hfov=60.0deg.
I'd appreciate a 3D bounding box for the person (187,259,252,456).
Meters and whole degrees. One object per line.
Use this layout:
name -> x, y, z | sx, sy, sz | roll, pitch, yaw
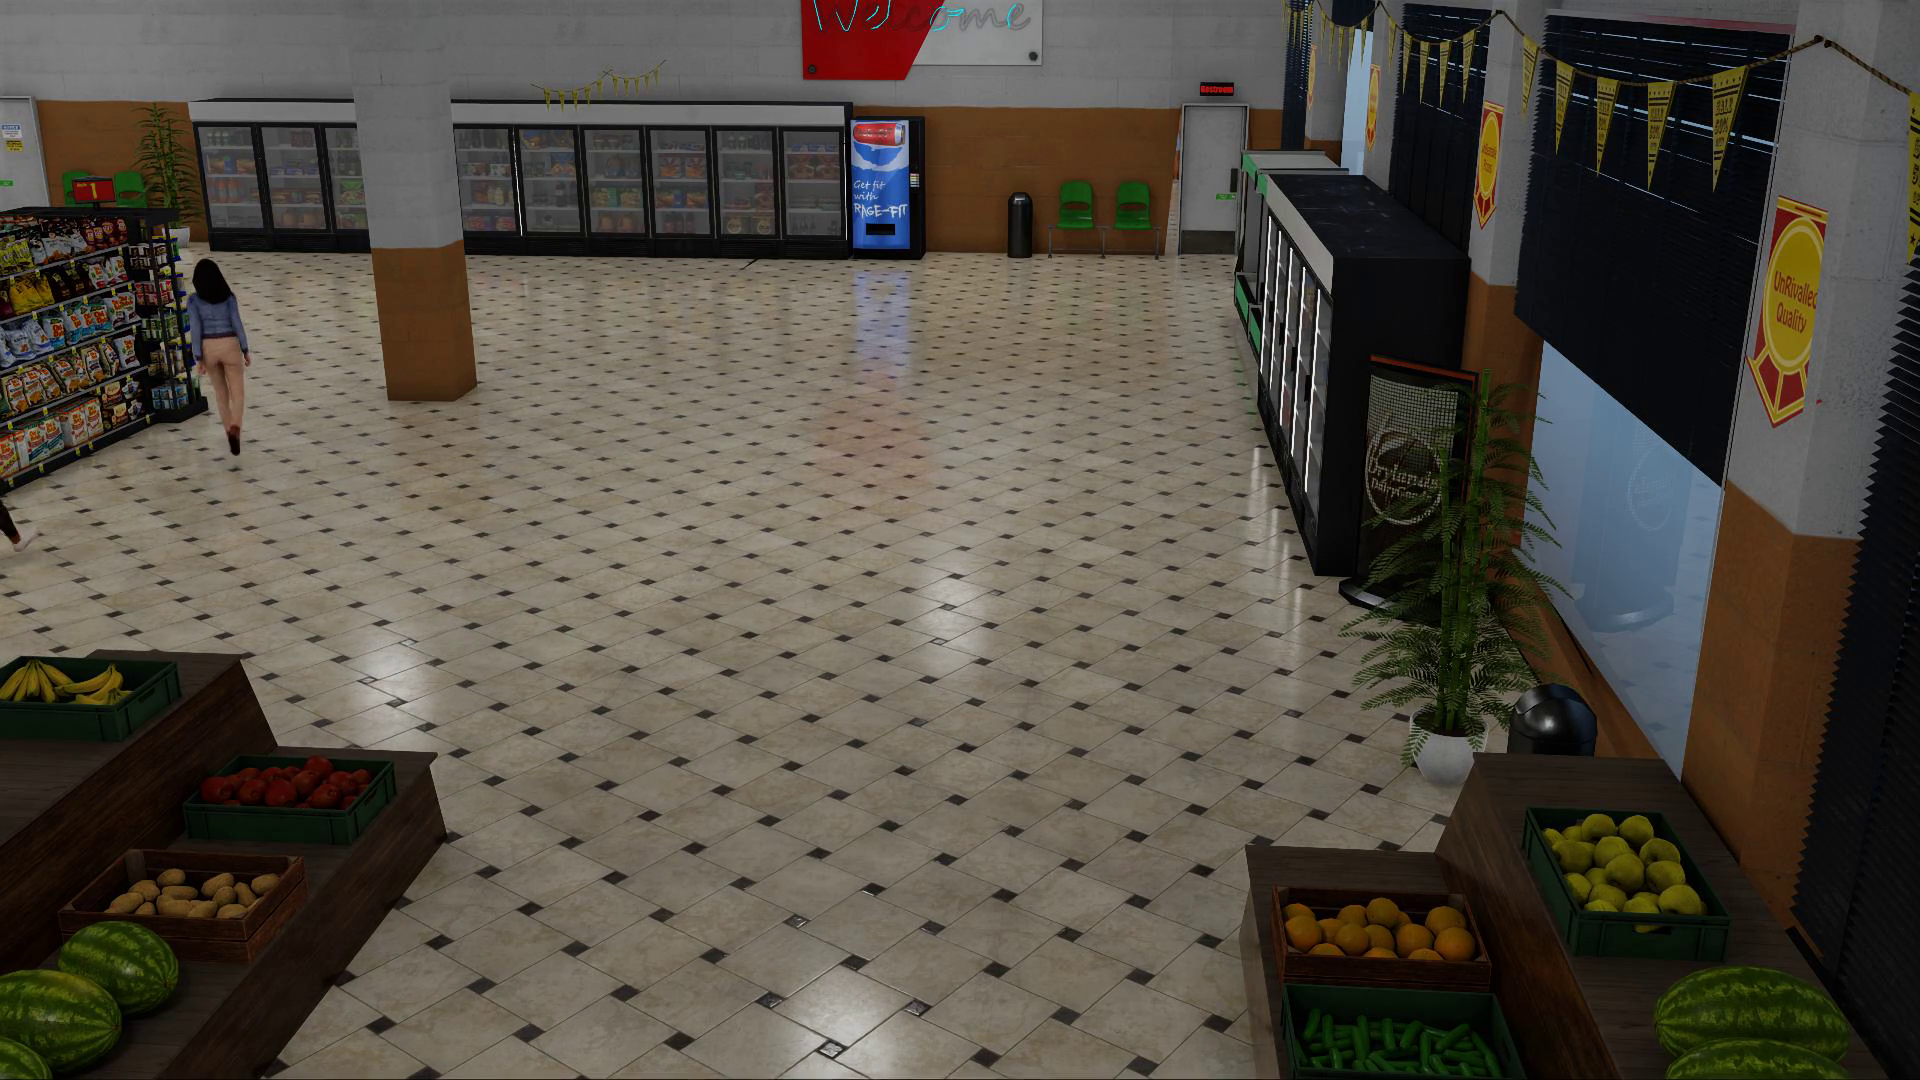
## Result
person -> -6.562, -1.599, 14.798 | 0.904, 1.748, 1.199 | -6, 20, -18
